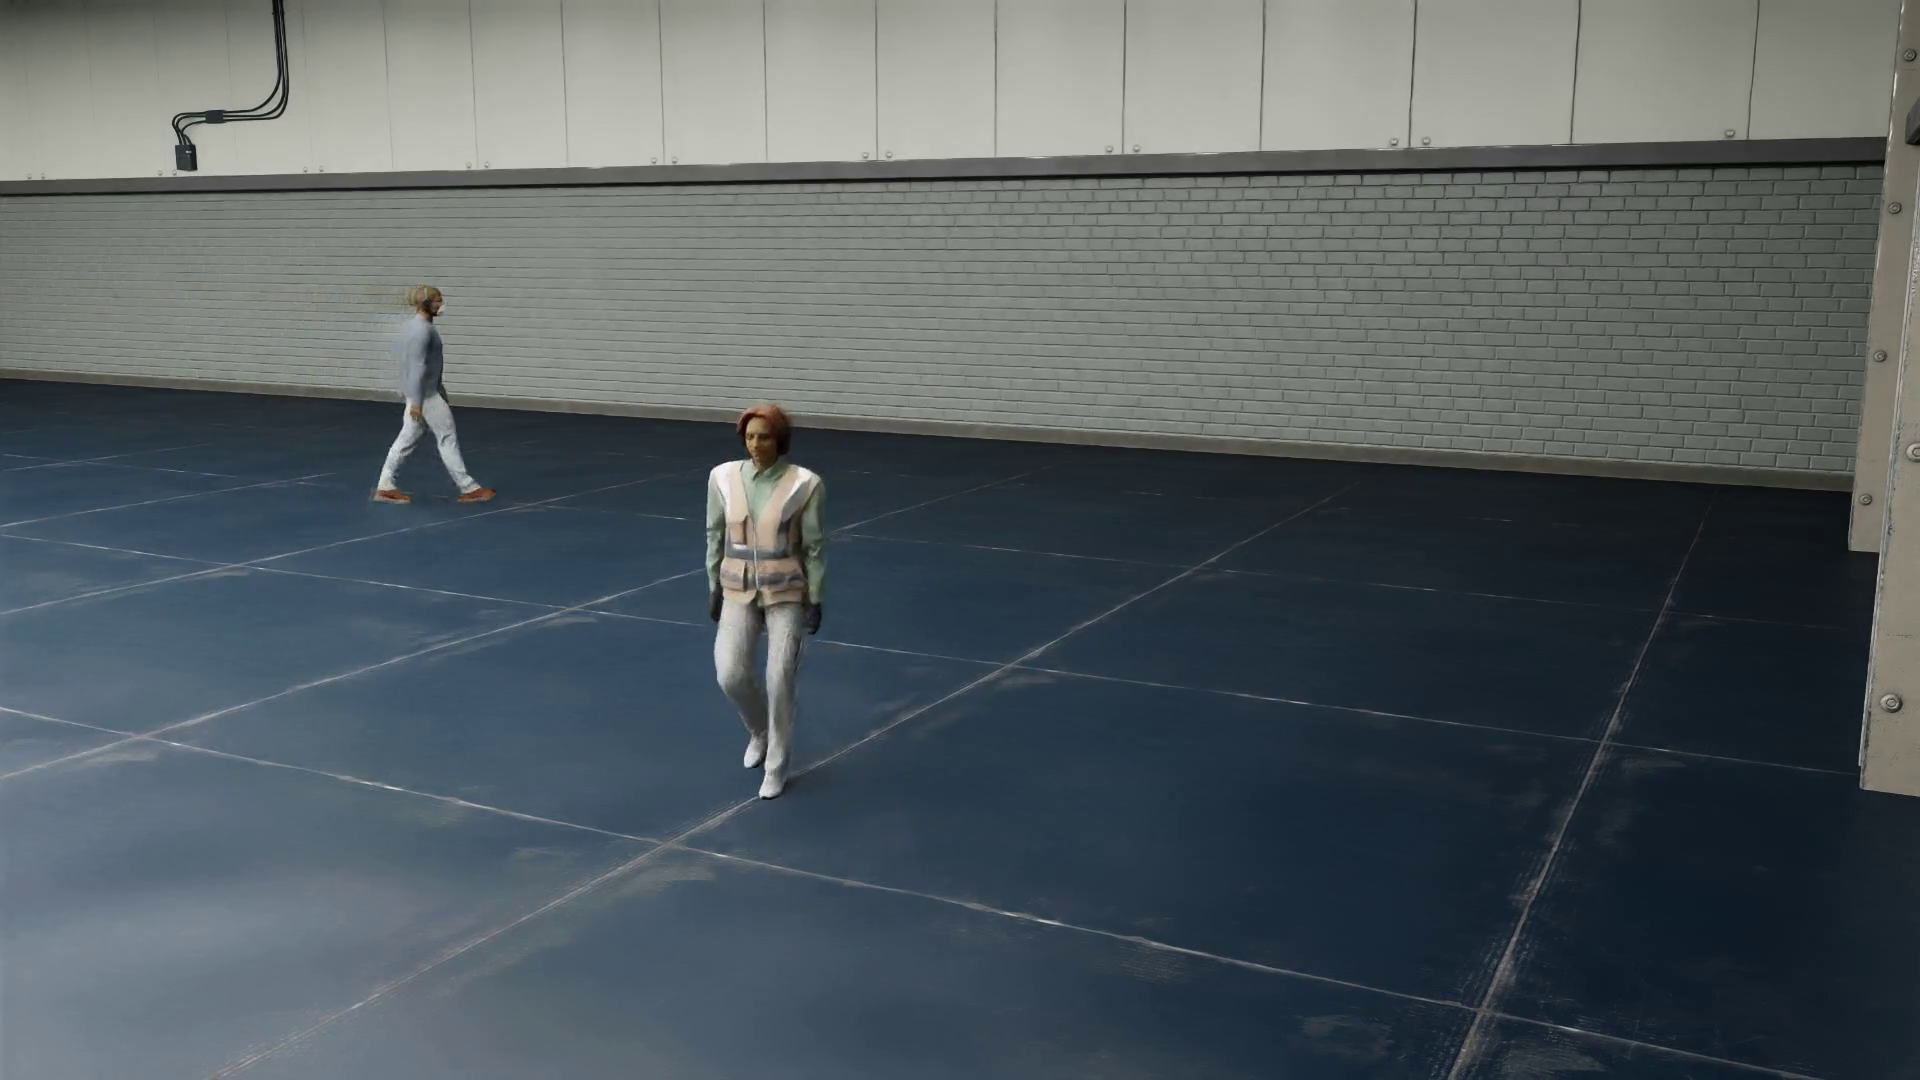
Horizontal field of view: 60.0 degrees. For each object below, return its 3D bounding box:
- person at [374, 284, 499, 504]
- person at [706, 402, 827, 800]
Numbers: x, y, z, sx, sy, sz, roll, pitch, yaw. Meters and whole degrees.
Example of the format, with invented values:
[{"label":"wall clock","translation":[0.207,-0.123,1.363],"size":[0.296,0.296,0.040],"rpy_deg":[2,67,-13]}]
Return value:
[{"label":"person","translation":[-4.558,-1.233,14.199],"size":[1.027,1.890,0.663],"rpy_deg":[-4,11,-19]},{"label":"person","translation":[-0.793,0.241,6.826],"size":[0.523,1.625,0.386],"rpy_deg":[2,11,11]}]
